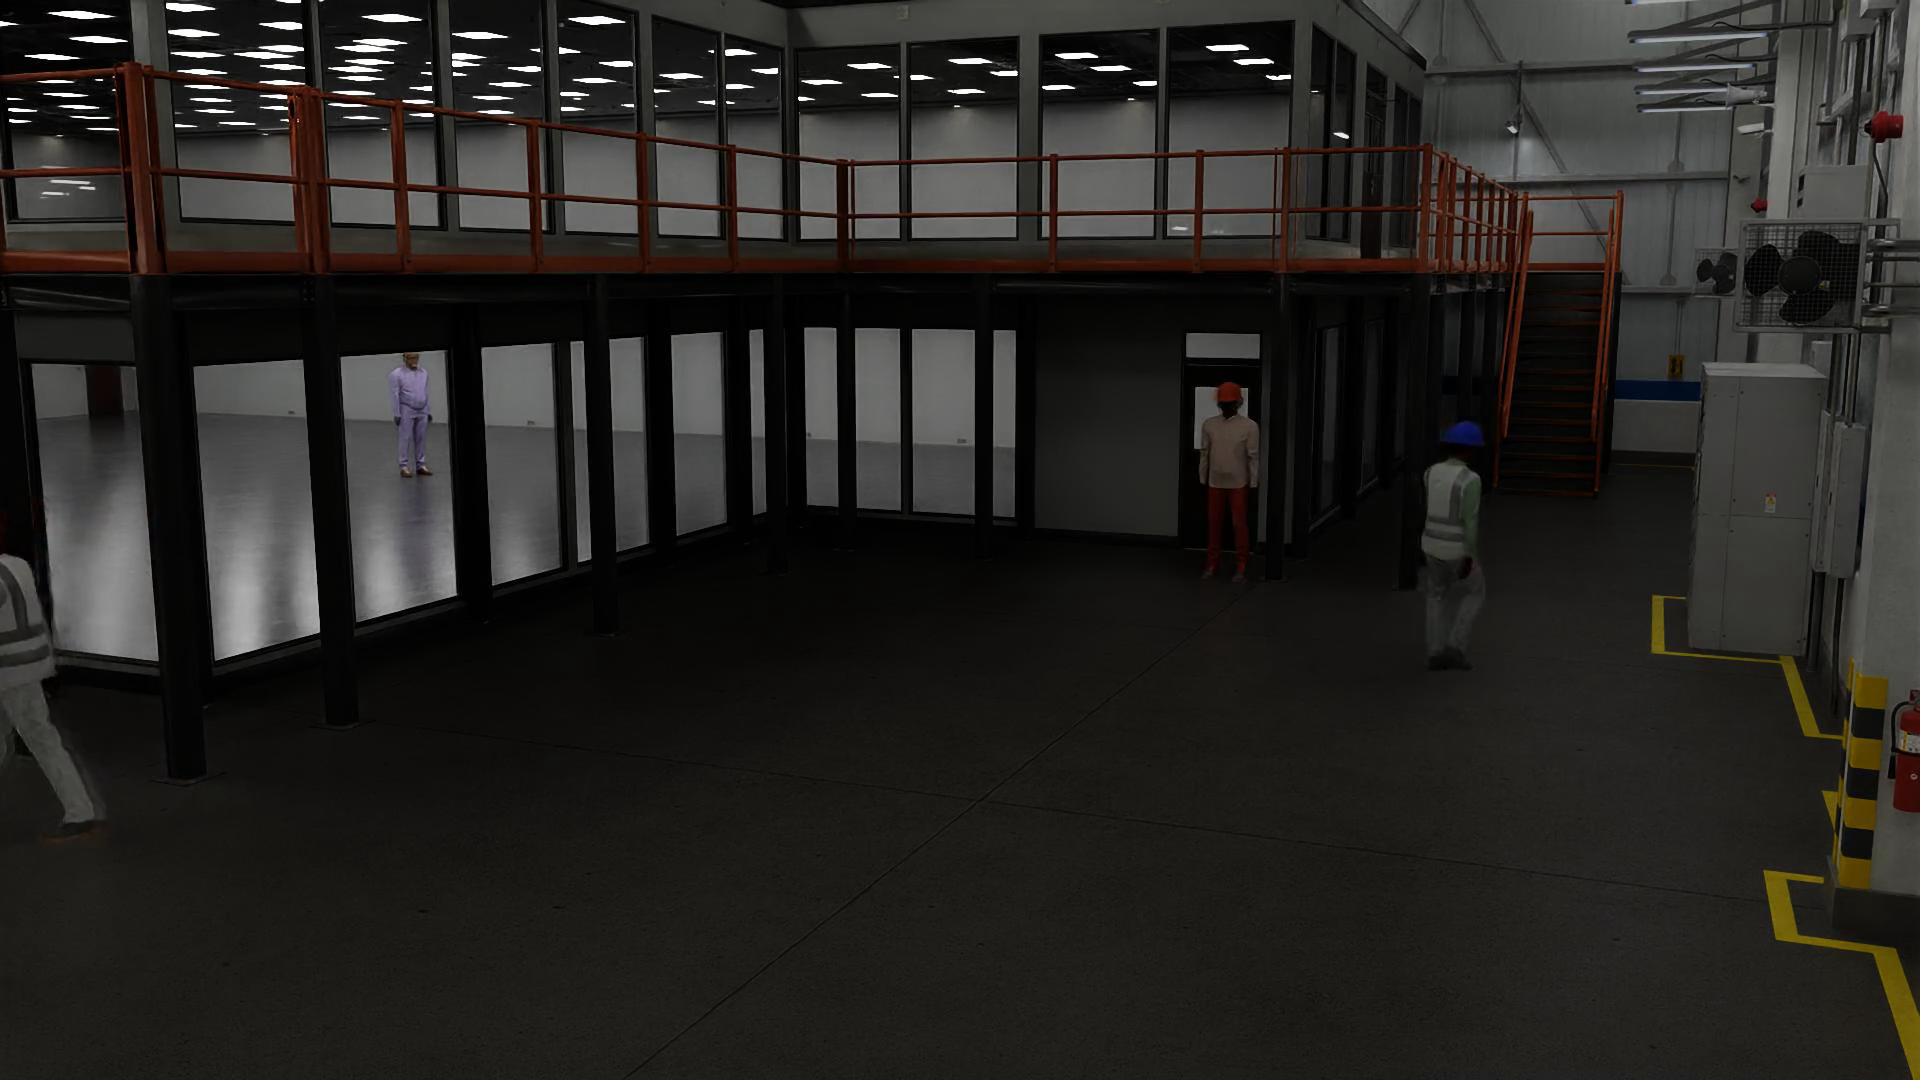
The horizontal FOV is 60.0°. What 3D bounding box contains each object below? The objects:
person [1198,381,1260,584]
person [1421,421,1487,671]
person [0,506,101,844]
[{"bbox_3d":[2.627,-0.562,16.297,0.619,1.986,0.408,6,11,33],"label":"person"},{"bbox_3d":[3.769,0.059,12.661,0.469,1.923,0.604,-5,10,-27],"label":"person"},{"bbox_3d":[-5.108,0.729,8.789,0.996,1.829,0.591,-3,10,-17],"label":"person"}]
